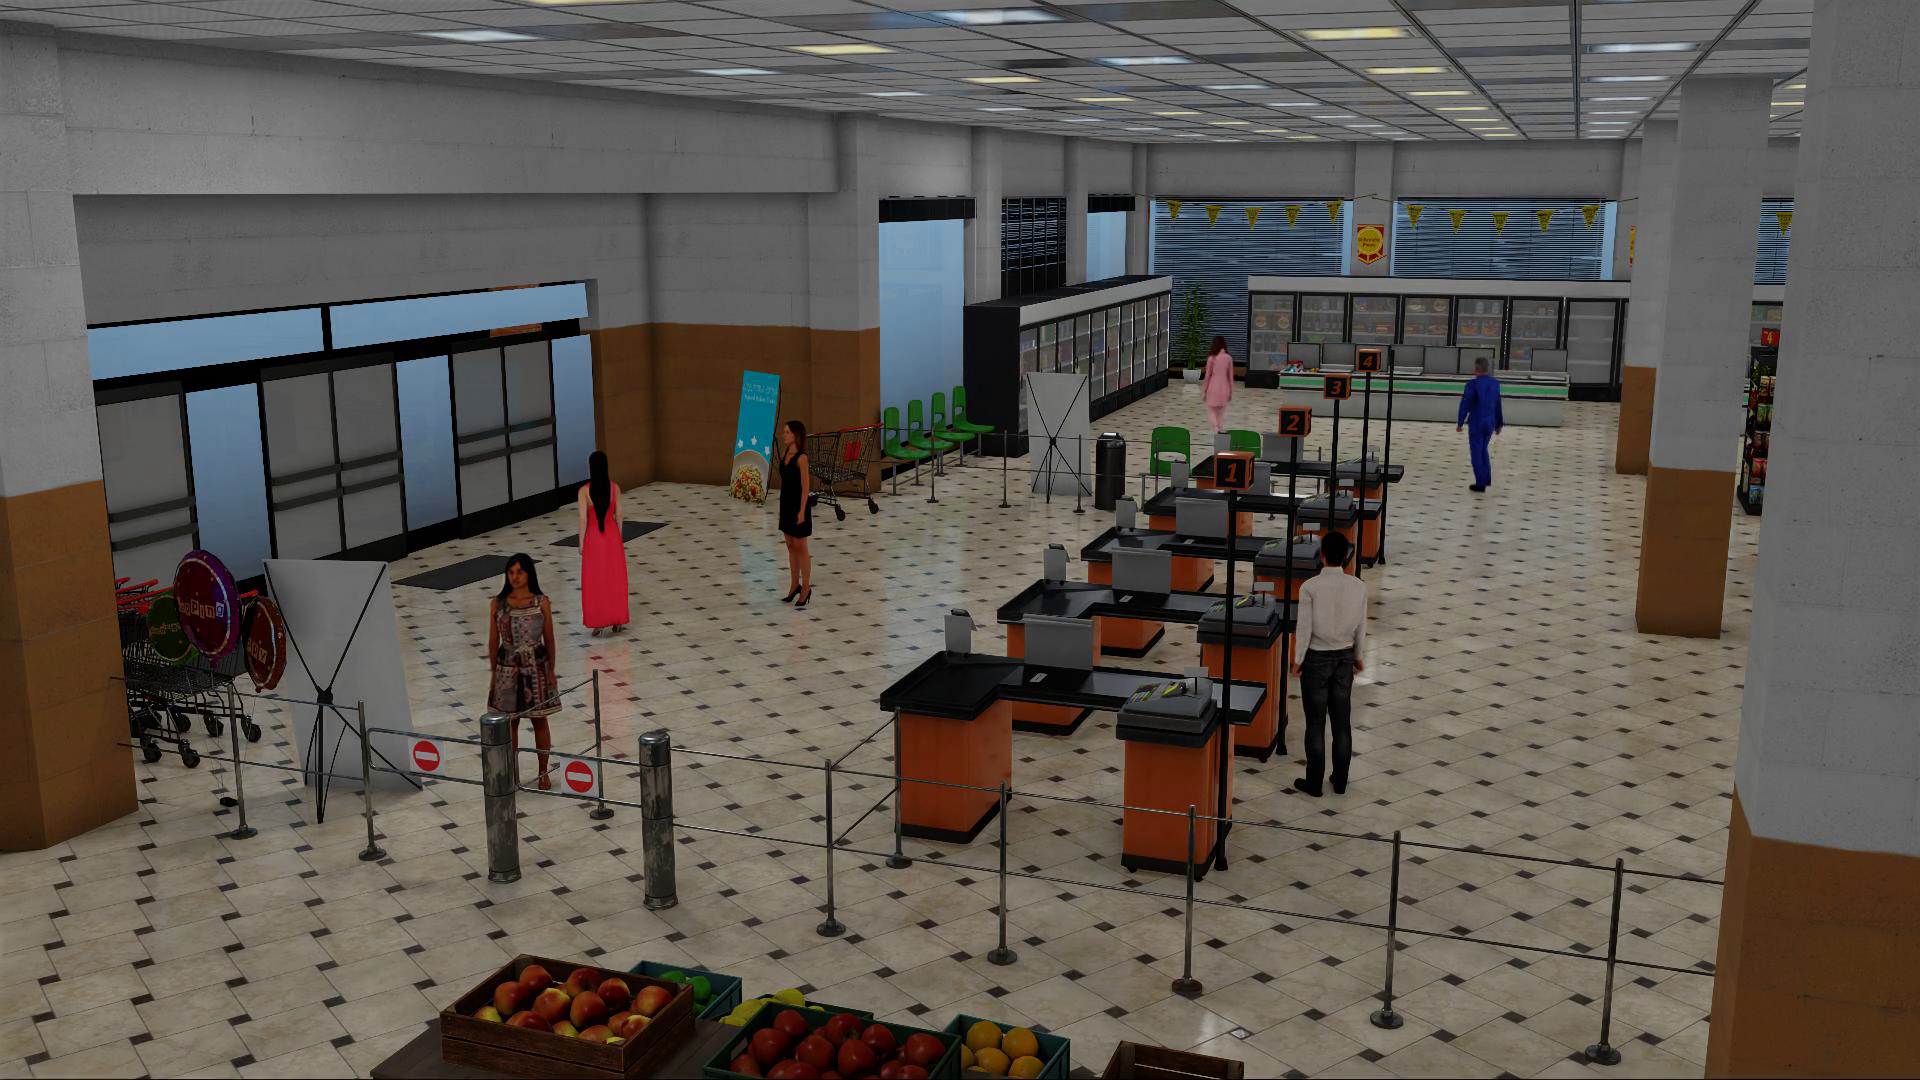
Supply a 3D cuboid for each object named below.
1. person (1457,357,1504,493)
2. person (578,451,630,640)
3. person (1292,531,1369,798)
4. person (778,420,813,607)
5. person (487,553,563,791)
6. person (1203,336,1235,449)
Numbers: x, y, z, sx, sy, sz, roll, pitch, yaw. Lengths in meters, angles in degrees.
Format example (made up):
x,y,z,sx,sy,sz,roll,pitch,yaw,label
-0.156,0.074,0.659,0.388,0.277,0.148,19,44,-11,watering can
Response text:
x,y,z,sx,sy,sz,roll,pitch,yaw,label
7.096,-1.532,22.454,0.861,1.800,0.932,-5,13,-21,person
-3.265,0.036,15.182,0.715,1.727,0.750,-8,14,-33,person
2.487,0.830,11.208,0.688,1.811,0.808,-2,12,-11,person
-1.617,-0.265,16.350,0.729,1.835,0.634,-9,15,-35,person
-2.968,0.890,11.329,0.630,1.645,0.783,-1,12,-5,person
4.058,-2.285,26.067,0.888,1.785,0.903,-1,12,-7,person
